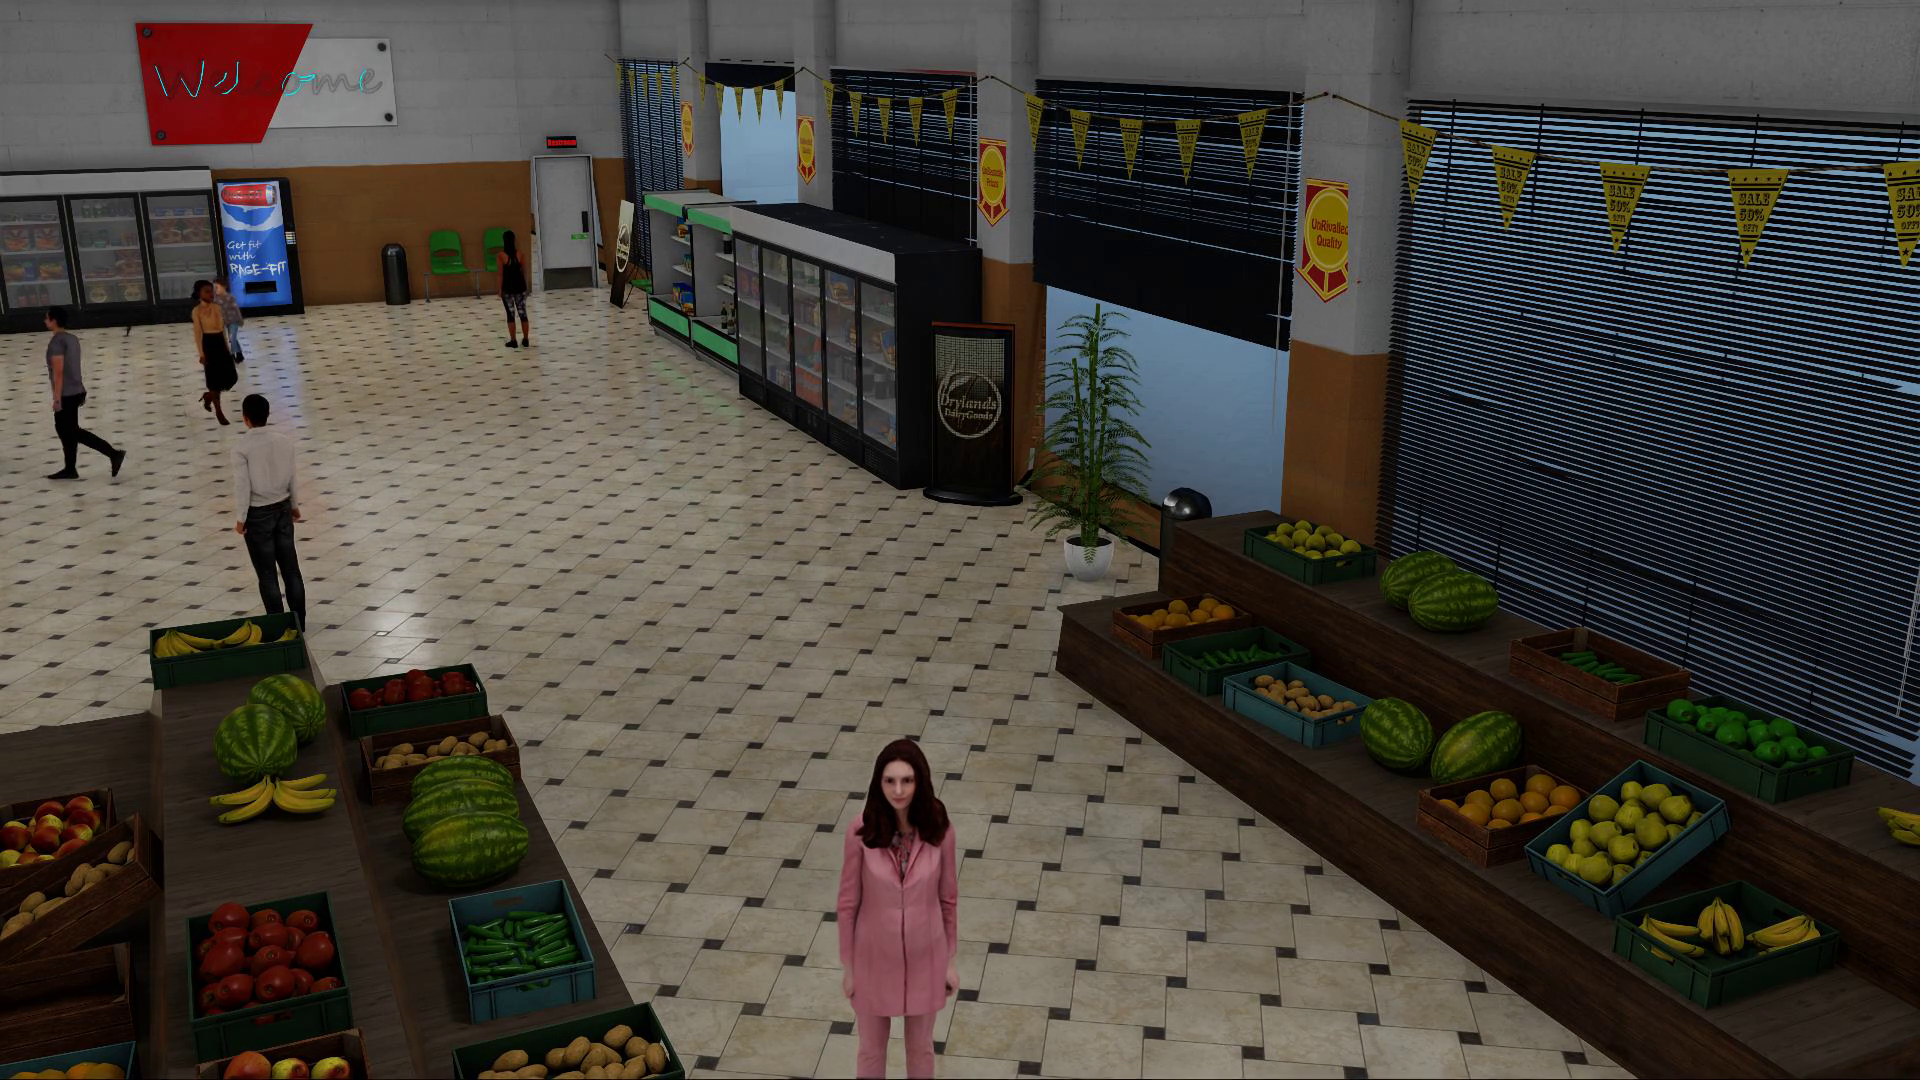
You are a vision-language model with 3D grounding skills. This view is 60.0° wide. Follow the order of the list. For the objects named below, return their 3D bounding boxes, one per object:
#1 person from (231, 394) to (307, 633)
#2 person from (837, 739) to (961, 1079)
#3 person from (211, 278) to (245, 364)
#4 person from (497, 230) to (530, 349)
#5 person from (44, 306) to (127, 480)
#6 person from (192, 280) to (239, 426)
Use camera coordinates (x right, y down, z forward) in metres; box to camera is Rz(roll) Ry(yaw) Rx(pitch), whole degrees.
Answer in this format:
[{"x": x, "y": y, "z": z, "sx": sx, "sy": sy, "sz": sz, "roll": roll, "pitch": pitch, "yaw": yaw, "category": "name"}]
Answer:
[{"x": -5.033, "y": -0.171, "z": 12.112, "sx": 0.744, "sy": 1.811, "sz": 0.749, "roll": 11, "pitch": 20, "yaw": 32, "category": "person"}, {"x": -0.227, "y": 1.589, "z": 6.332, "sx": 0.679, "sy": 1.802, "sz": 0.644, "roll": -1, "pitch": 17, "yaw": -5, "category": "person"}, {"x": -9.779, "y": -2.946, "z": 22.364, "sx": 0.727, "sy": 1.164, "sz": 0.841, "roll": 1, "pitch": 17, "yaw": 3, "category": "person"}, {"x": -6.317, "y": -3.559, "z": 23.534, "sx": 0.616, "sy": 1.659, "sz": 0.566, "roll": -12, "pitch": 20, "yaw": -34, "category": "person"}, {"x": -8.694, "y": -1.426, "z": 16.374, "sx": 0.792, "sy": 1.736, "sz": 0.994, "roll": -4, "pitch": 17, "yaw": -13, "category": "person"}, {"x": -8.492, "y": -2.116, "z": 18.805, "sx": 0.881, "sy": 1.645, "sz": 0.813, "roll": 7, "pitch": 18, "yaw": 22, "category": "person"}]
